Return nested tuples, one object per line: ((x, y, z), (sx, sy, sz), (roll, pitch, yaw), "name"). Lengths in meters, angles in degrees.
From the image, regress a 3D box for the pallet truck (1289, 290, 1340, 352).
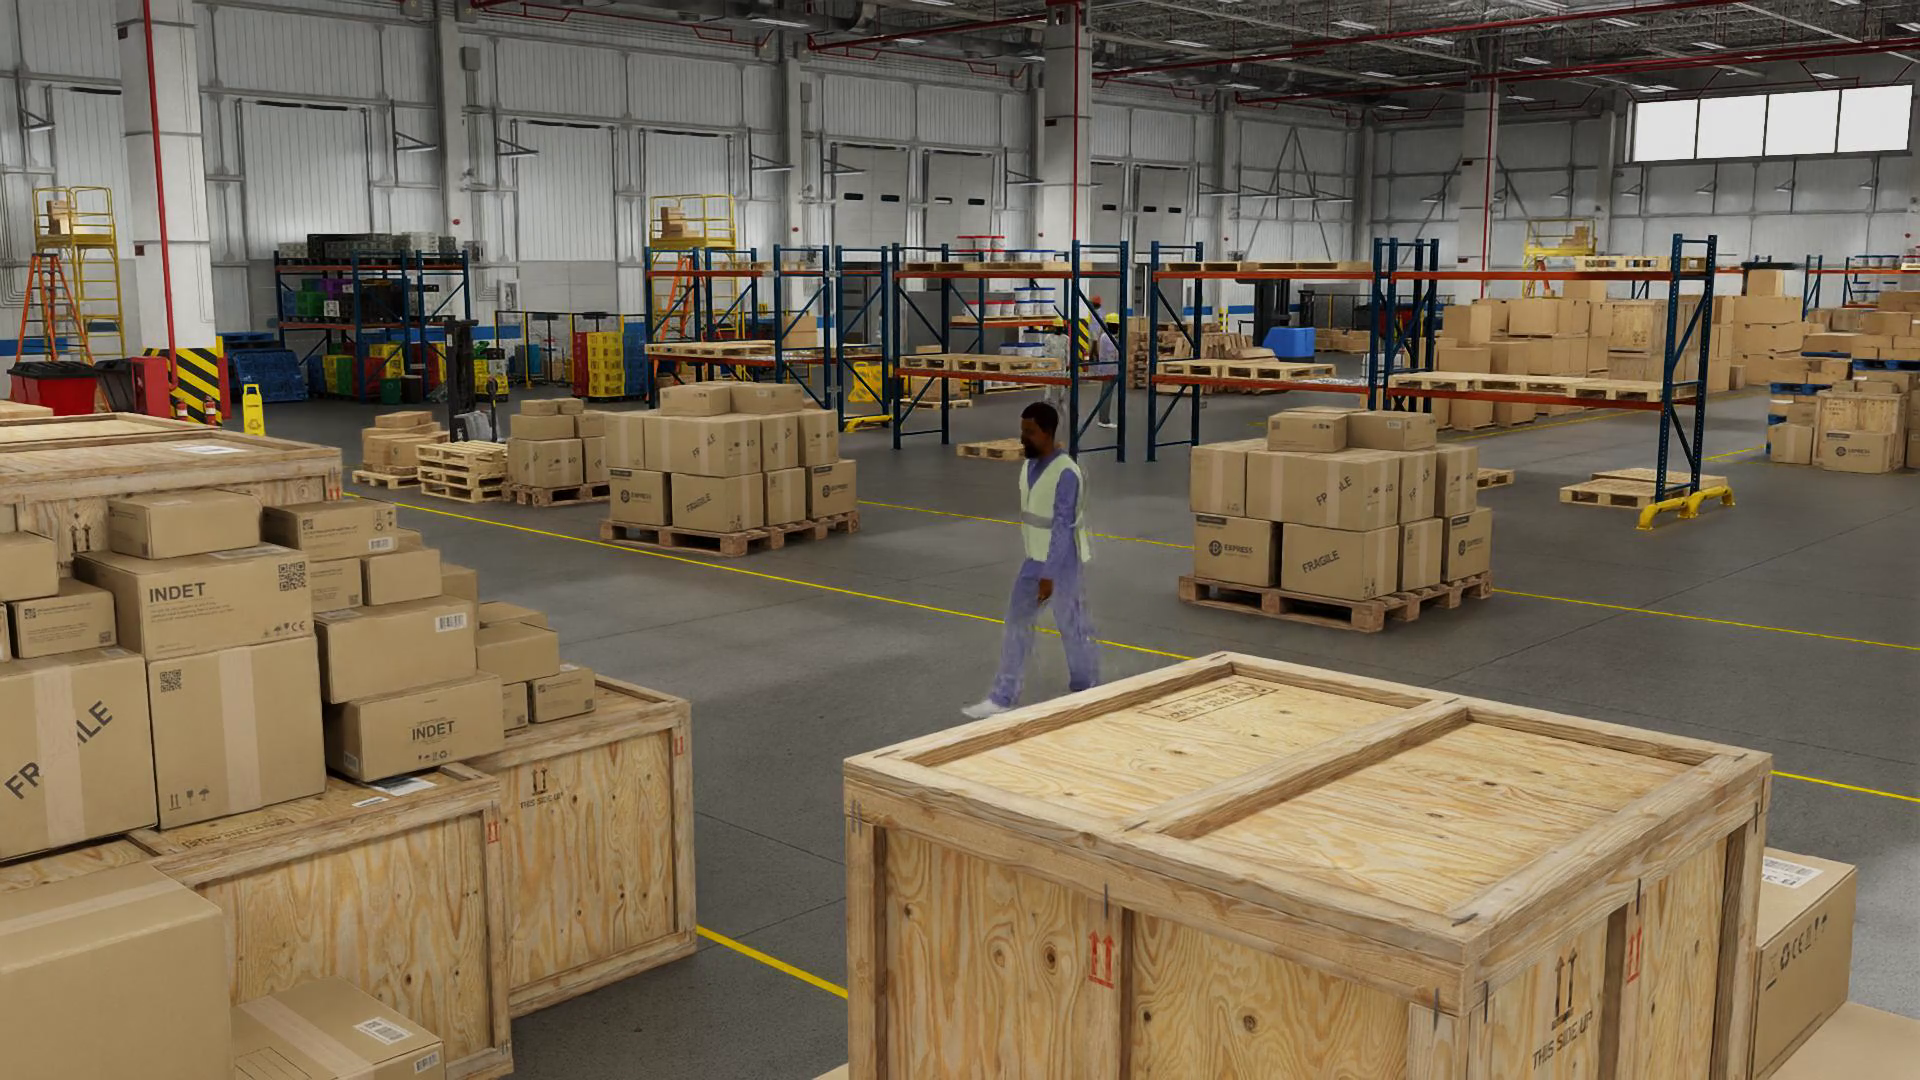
((11.297, -6.951, 52.861), (1.885, 1.965, 0.823), (-5, 11, -29), "pallet truck")

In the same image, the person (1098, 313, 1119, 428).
((2.509, -2.836, 27.857), (0.382, 1.923, 0.591), (-1, 9, -4), "person")

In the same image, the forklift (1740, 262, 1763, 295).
((20.954, -5.976, 44.185), (1.873, 2.768, 1.129), (7, 12, 36), "forklift")

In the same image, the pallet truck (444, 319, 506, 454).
((-6.981, -1.942, 22.150), (1.885, 1.965, 0.823), (1, 9, 9), "pallet truck")

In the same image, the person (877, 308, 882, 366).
((-2.059, -5.359, 44.235), (0.313, 1.632, 0.522), (0, 9, 3), "person")

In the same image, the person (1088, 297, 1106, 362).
((3.823, -5.883, 46.696), (0.566, 1.886, 1.015), (-5, 10, -26), "person")

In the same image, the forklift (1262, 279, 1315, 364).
((8.555, -6.090, 44.881), (1.873, 2.768, 1.129), (9, 13, 43), "forklift")

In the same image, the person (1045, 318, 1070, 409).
((1.846, -3.328, 31.464), (0.486, 1.737, 0.334), (-2, 9, -12), "person")

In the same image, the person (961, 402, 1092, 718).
((0.421, 0.152, 9.649), (0.902, 1.880, 0.604), (-5, 11, -28), "person")
